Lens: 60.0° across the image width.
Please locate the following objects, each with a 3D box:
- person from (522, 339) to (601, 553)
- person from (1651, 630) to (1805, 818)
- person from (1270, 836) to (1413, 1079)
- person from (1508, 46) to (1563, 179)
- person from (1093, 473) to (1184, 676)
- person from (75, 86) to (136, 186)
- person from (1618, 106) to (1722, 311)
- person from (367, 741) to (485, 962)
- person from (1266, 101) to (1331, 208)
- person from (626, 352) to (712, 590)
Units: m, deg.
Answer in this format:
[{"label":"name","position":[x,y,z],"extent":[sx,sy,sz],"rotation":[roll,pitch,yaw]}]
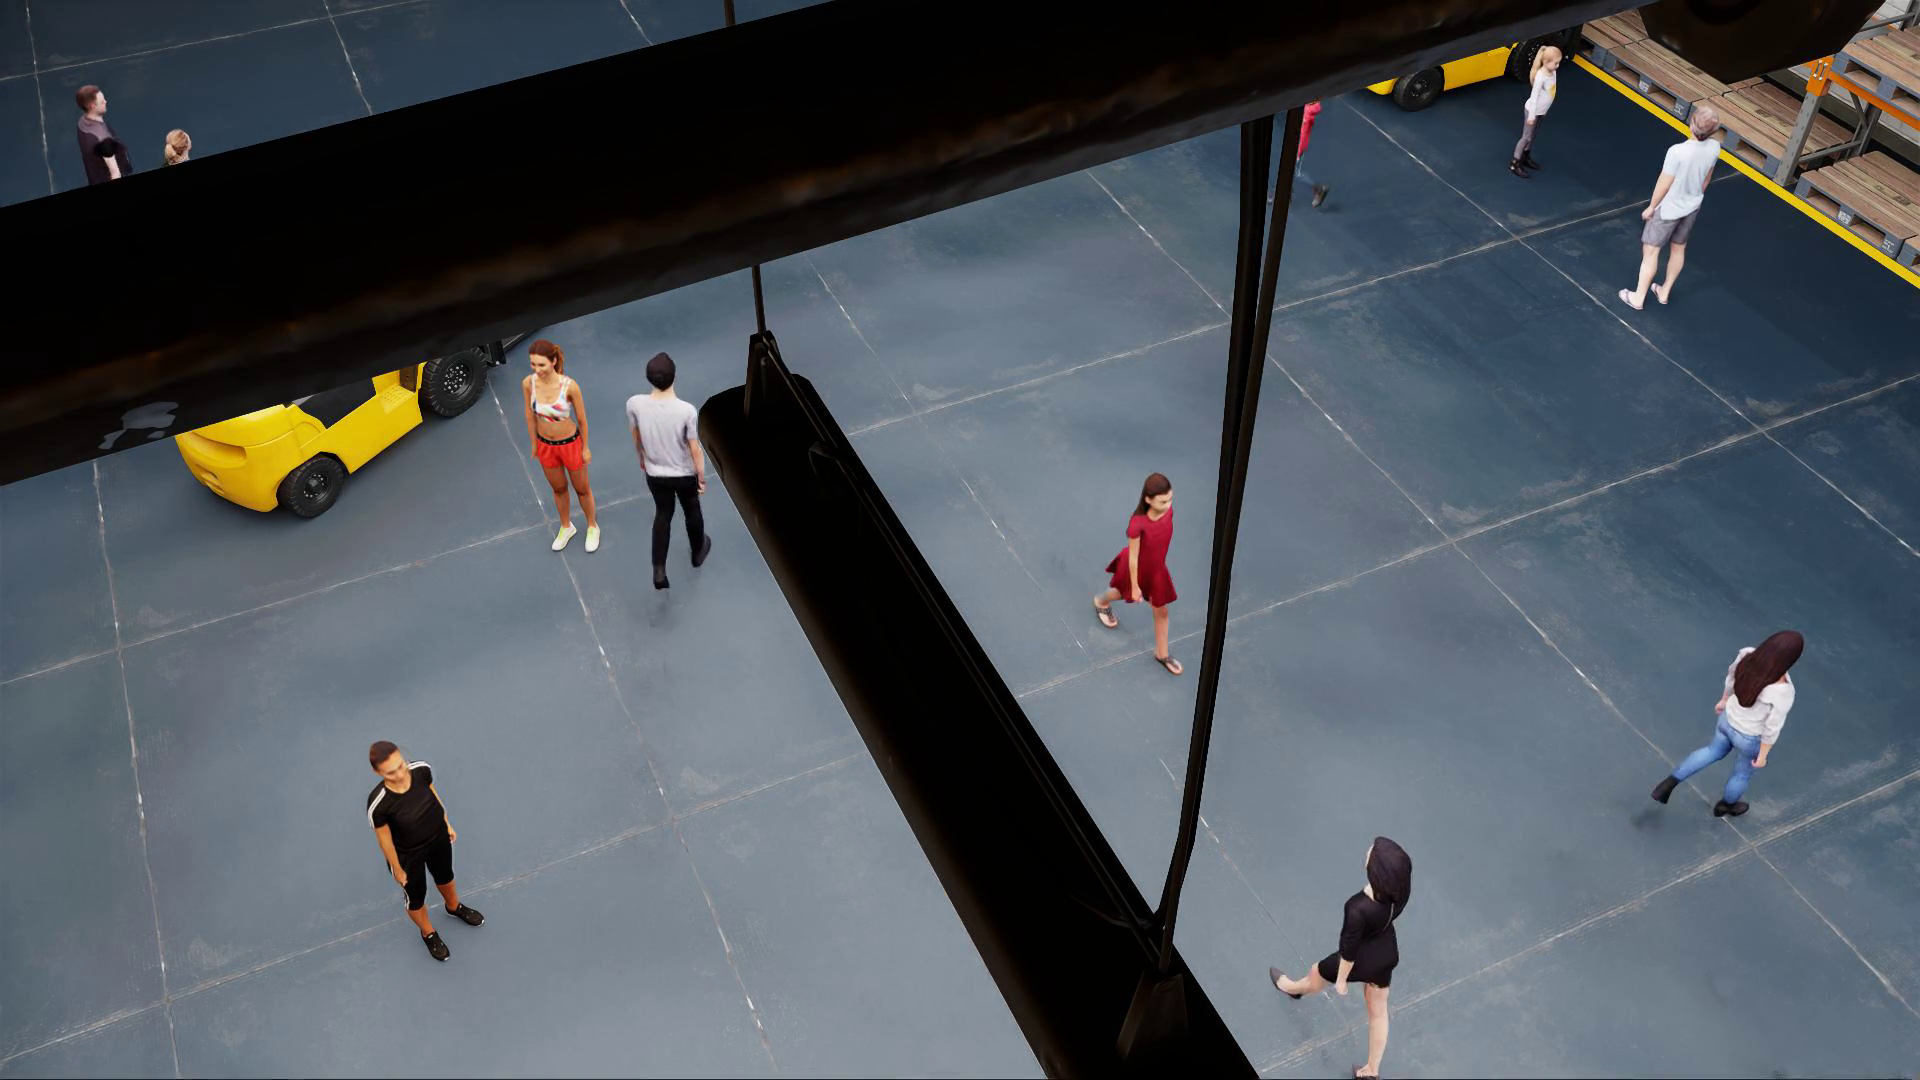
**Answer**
[{"label":"person","position":[-2.778,-0.662,11.604],"extent":[0.680,1.792,0.712],"rotation":[5,44,5]},{"label":"person","position":[4.578,1.136,9.847],"extent":[0.766,1.612,0.882],"rotation":[-11,45,-11]},{"label":"person","position":[2.136,2.253,8.572],"extent":[0.664,1.753,1.106],"rotation":[-21,48,-21]},{"label":"person","position":[5.359,-4.013,15.495],"extent":[0.610,1.276,0.576],"rotation":[27,50,26]},{"label":"person","position":[1.157,0.140,10.961],"extent":[0.641,1.517,1.101],"rotation":[-24,49,-23]},{"label":"person","position":[-7.185,-2.916,13.951],"extent":[0.892,1.819,0.964],"rotation":[-30,51,-28]},{"label":"person","position":[5.923,-2.734,13.749],"extent":[0.704,1.832,0.642],"rotation":[-8,44,-9]},{"label":"person","position":[-3.018,1.680,9.234],"extent":[0.682,1.669,0.663],"rotation":[24,49,23]},{"label":"person","position":[3.112,-3.560,15.002],"extent":[0.788,1.300,0.812],"rotation":[3,44,3]},{"label":"person","position":[-1.994,-0.410,11.299],"extent":[0.969,1.846,1.098],"rotation":[6,44,6]}]
